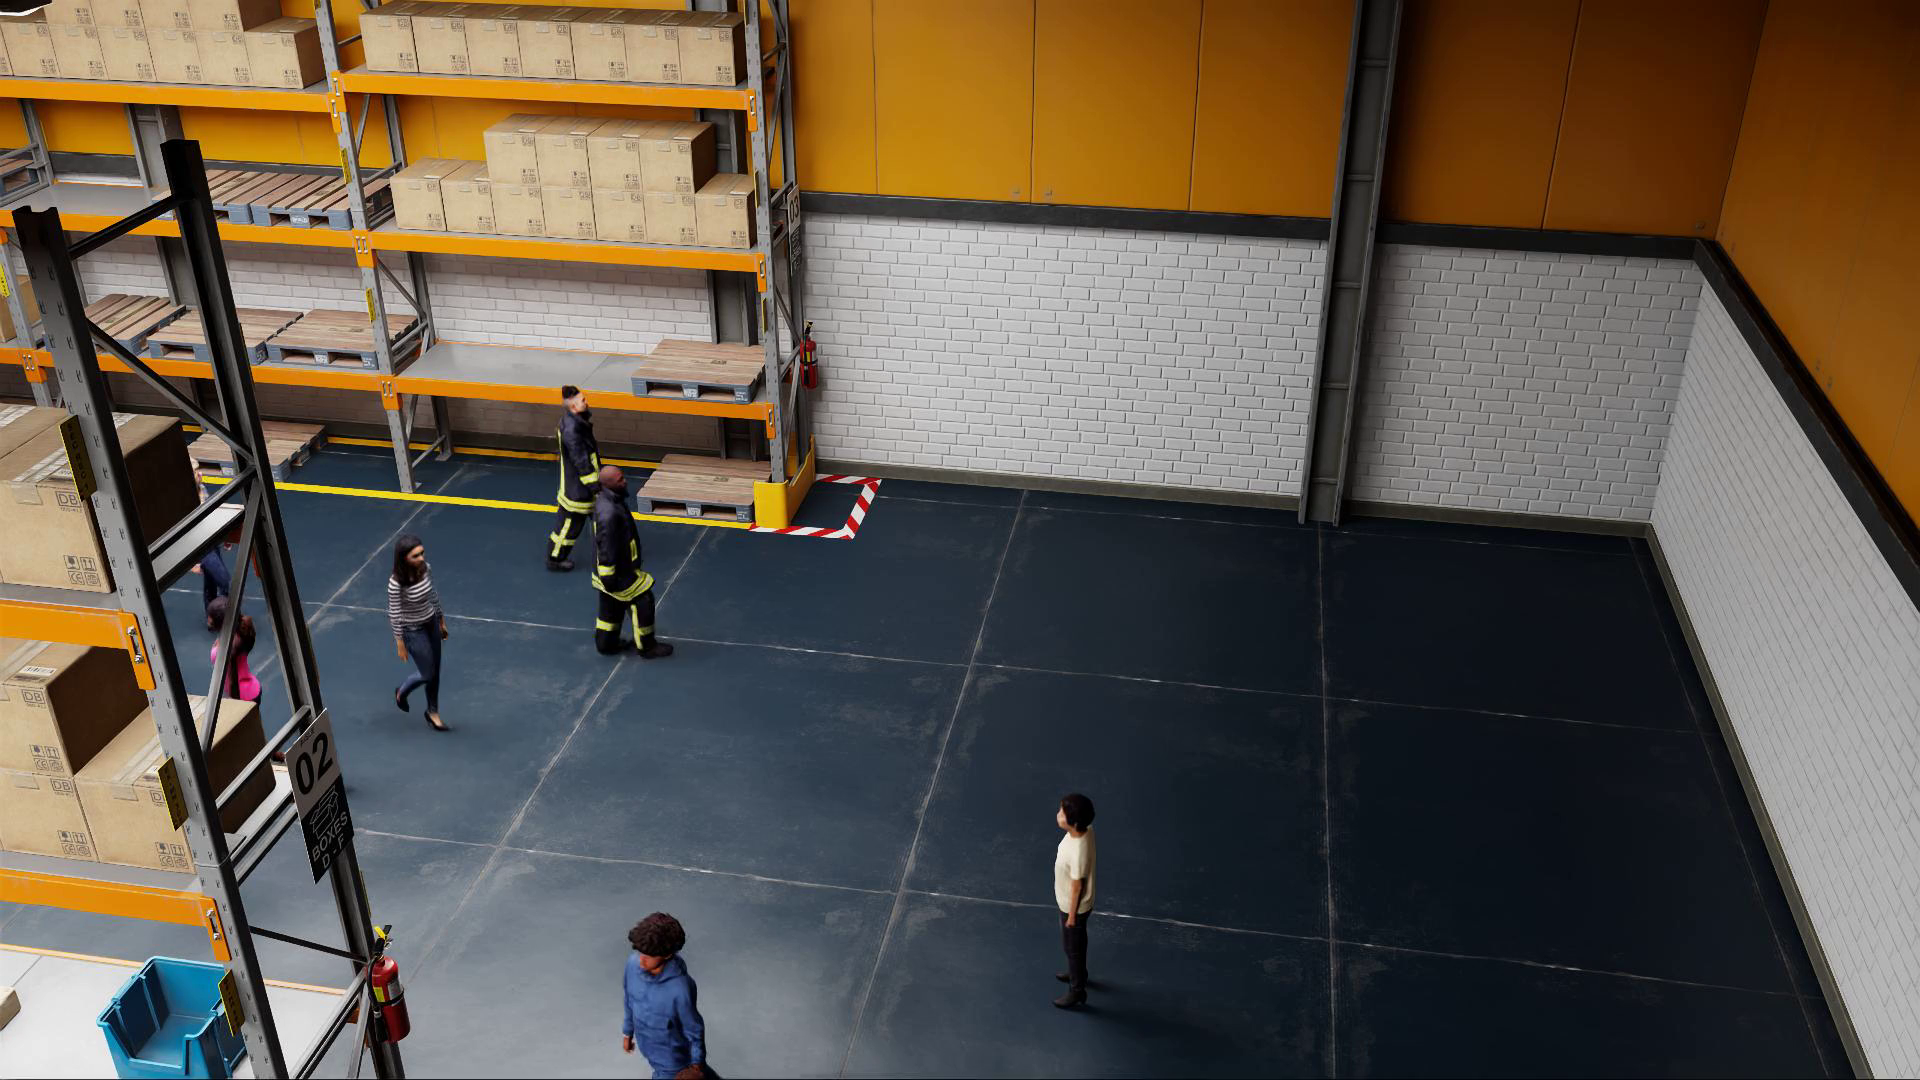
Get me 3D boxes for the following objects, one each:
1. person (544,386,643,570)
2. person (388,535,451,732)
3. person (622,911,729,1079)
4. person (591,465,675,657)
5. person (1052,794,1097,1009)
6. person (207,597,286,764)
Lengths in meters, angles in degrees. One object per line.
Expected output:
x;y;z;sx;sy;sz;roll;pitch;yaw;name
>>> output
-3.603;-0.555;15.444;1.215;1.826;0.922;-2;29;-4;person
-4.322;0.743;13.108;0.792;1.785;0.677;10;30;17;person
-1.584;2.788;9.377;1.203;1.768;1.155;25;37;38;person
-2.995;0.191;14.105;1.027;1.800;0.912;-6;29;-10;person
0.733;2.269;10.519;0.485;1.584;0.597;3;29;6;person
-5.251;1.185;12.370;0.948;1.716;0.788;-8;30;-14;person
